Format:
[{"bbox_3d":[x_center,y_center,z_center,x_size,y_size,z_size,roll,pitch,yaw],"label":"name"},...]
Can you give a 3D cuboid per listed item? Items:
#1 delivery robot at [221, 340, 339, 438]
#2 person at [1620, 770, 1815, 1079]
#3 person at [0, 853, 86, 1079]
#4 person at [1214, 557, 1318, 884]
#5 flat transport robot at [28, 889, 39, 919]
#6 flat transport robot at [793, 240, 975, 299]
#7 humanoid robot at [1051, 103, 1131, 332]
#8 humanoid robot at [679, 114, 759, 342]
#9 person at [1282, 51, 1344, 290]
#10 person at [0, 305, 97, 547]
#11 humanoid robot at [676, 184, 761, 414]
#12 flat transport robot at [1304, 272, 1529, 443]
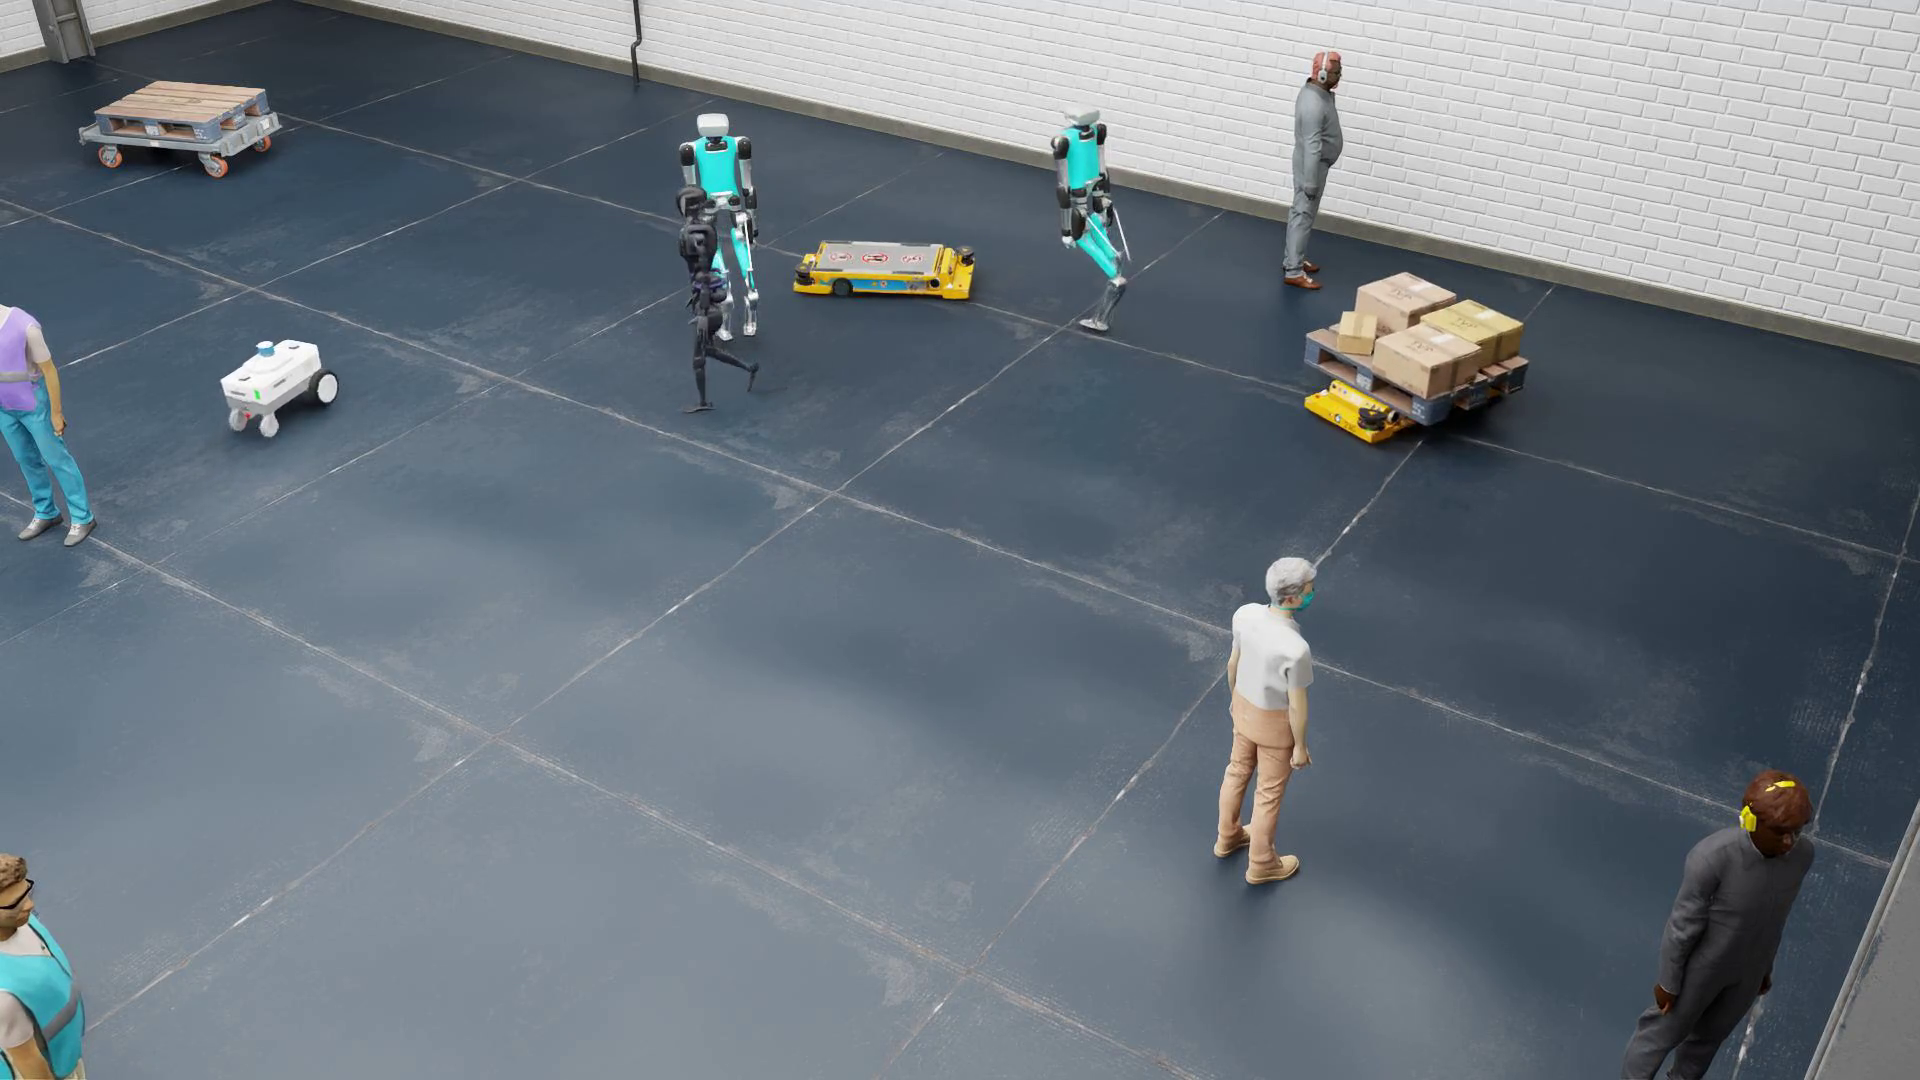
[{"bbox_3d":[-4.822,-1.119,11.733,0.499,0.595,0.781,11,34,17],"label":"delivery robot"},{"bbox_3d":[2.854,1.605,6.275,0.501,1.873,0.335,-7,33,-10],"label":"person"},{"bbox_3d":[-3.261,1.845,5.932,0.397,1.839,0.563,-15,36,-22],"label":"person"},{"bbox_3d":[1.412,0.821,7.614,0.306,1.740,0.497,-19,37,-27],"label":"person"},{"bbox_3d":[-4.639,2.081,7.017,0.659,0.231,1.431,-5,33,-7],"label":"flat transport robot"},{"bbox_3d":[-0.615,-2.227,13.721,1.431,0.231,0.659,3,33,4],"label":"flat transport robot"},{"bbox_3d":[1.074,-2.329,12.580,0.530,1.840,0.757,-28,42,-36],"label":"humanoid robot"},{"bbox_3d":[-1.710,-2.235,12.253,0.533,1.677,0.735,-9,34,-14],"label":"humanoid robot"},{"bbox_3d":[2.851,-2.983,13.385,0.410,1.906,0.653,5,33,8],"label":"person"},{"bbox_3d":[-5.670,-0.819,10.076,0.567,1.840,0.374,8,34,12],"label":"person"},{"bbox_3d":[-1.713,-1.678,11.585,0.613,1.639,0.608,-8,34,-13],"label":"humanoid robot"},{"bbox_3d":[3.229,-1.088,11.949,1.431,0.231,0.659,-20,38,-28],"label":"flat transport robot"}]
